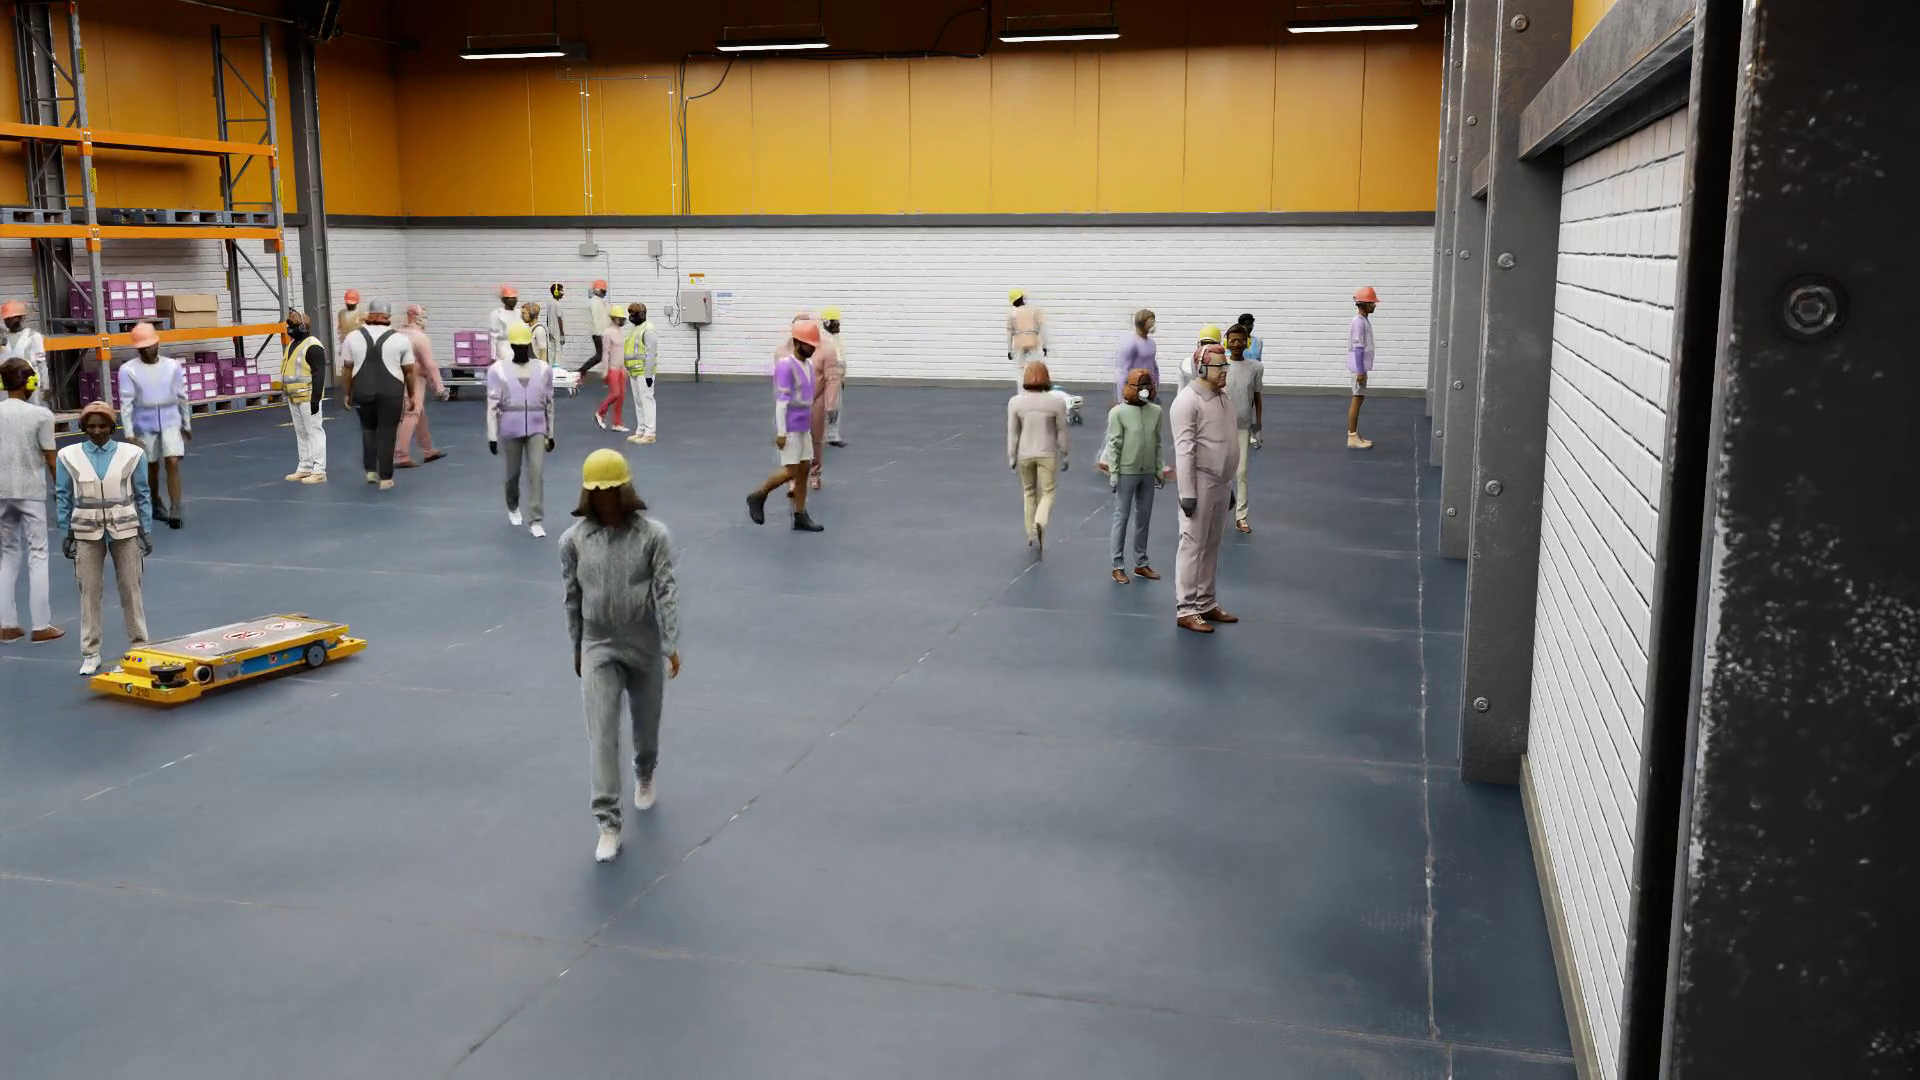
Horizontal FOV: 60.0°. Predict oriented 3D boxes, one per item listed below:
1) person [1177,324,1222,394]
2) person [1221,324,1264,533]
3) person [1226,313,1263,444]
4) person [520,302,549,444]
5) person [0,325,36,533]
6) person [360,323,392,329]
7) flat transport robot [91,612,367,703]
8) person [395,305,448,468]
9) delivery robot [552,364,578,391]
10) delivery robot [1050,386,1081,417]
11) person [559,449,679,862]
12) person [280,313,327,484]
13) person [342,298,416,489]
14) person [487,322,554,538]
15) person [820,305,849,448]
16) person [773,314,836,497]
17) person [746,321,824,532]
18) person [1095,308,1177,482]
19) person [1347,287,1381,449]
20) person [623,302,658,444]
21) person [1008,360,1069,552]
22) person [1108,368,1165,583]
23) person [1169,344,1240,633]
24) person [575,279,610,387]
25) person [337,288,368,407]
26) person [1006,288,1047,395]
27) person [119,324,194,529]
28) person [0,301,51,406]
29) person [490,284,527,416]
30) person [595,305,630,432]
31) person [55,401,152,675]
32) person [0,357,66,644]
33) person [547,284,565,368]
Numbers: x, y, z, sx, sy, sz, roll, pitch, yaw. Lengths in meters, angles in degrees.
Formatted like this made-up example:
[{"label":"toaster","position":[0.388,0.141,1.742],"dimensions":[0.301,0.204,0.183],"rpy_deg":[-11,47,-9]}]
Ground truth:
[{"label":"person","position":[2.352,-1.134,15.806],"dimensions":[0.586,1.824,0.404],"rpy_deg":[3,10,16]},{"label":"person","position":[2.448,-0.992,14.852],"dimensions":[0.510,1.872,0.329],"rpy_deg":[1,10,4]},{"label":"person","position":[3.666,-2.075,21.469],"dimensions":[0.524,1.697,0.321],"rpy_deg":[-3,11,-19]},{"label":"person","position":[-5.479,-2.151,21.483],"dimensions":[0.327,1.843,0.516],"rpy_deg":[-6,11,-29]},{"label":"person","position":[-8.738,-1.056,15.155],"dimensions":[0.639,1.903,0.964],"rpy_deg":[-2,10,-13]},{"label":"person","position":[-9.147,-2.869,26.171],"dimensions":[0.534,1.616,0.552],"rpy_deg":[-6,11,-29]},{"label":"flat transport robot","position":[-4.325,0.678,9.920],"dimensions":[0.652,0.197,1.431],"rpy_deg":[5,11,27]},{"label":"person","position":[-6.293,-1.789,19.383],"dimensions":[0.708,1.864,0.913],"rpy_deg":[8,13,39]},{"label":"delivery robot","position":[-6.853,-2.743,28.224],"dimensions":[0.707,0.478,0.477],"rpy_deg":[0,10,1]},{"label":"delivery robot","position":[1.373,-1.959,23.781],"dimensions":[0.707,0.478,0.477],"rpy_deg":[6,12,31]},{"label":"person","position":[-1.473,0.436,7.230],"dimensions":[0.492,1.708,0.865],"rpy_deg":[-2,10,-9]},{"label":"person","position":[-7.095,-1.529,17.978],"dimensions":[0.624,1.844,0.429],"rpy_deg":[9,13,42]},{"label":"person","position":[-6.135,-1.573,17.657],"dimensions":[0.725,2.000,0.657],"rpy_deg":[-1,10,-7]},{"label":"person","position":[-3.924,-1.006,14.873],"dimensions":[0.599,1.896,0.898],"rpy_deg":[-4,11,-23]},{"label":"person","position":[-1.678,-2.049,20.998],"dimensions":[0.499,1.818,0.599],"rpy_deg":[4,11,19]},{"label":"person","position":[-1.602,-1.396,17.172],"dimensions":[0.660,1.863,1.004],"rpy_deg":[0,10,0]},{"label":"person","position":[-1.532,-1.015,14.905],"dimensions":[0.679,1.901,0.562],"rpy_deg":[4,11,21]},{"label":"person","position":[1.950,-1.586,18.201],"dimensions":[1.082,1.883,0.644],"rpy_deg":[6,11,29]},{"label":"person","position":[5.106,-2.179,21.084],"dimensions":[0.374,2.043,0.613],"rpy_deg":[3,10,15]},{"label":"person","position":[-4.155,-2.173,21.655],"dimensions":[0.428,1.837,0.624],"rpy_deg":[-6,12,-33]},{"label":"person","position":[0.635,-0.683,13.837],"dimensions":[0.507,1.604,0.642],"rpy_deg":[3,10,16]},{"label":"person","position":[1.346,-0.493,12.691],"dimensions":[0.507,1.633,0.276],"rpy_deg":[-6,12,-31]},{"label":"person","position":[1.663,-0.352,11.123],"dimensions":[0.410,1.908,0.643],"rpy_deg":[7,12,35]},{"label":"person","position":[-6.581,-3.733,30.092],"dimensions":[0.697,1.973,0.653],"rpy_deg":[1,10,5]},{"label":"person","position":[-9.665,-3.060,26.519],"dimensions":[0.585,1.895,0.510],"rpy_deg":[3,10,14]},{"label":"person","position":[1.117,-3.120,26.896],"dimensions":[0.761,1.878,0.406],"rpy_deg":[-2,10,-10]},{"label":"person","position":[-7.303,-1.040,15.154],"dimensions":[0.615,1.864,1.005],"rpy_deg":[-7,12,-33]},{"label":"person","position":[-10.962,-1.806,19.359],"dimensions":[0.556,1.917,0.629],"rpy_deg":[1,10,5]},{"label":"person","position":[-6.742,-2.815,24.826],"dimensions":[1.013,2.006,0.620],"rpy_deg":[7,12,36]},{"label":"person","position":[-4.743,-2.357,22.910],"dimensions":[0.440,1.744,0.542],"rpy_deg":[4,11,22]},{"label":"person","position":[-5.124,-0.015,9.990],"dimensions":[0.511,1.635,0.306],"rpy_deg":[-5,11,-24]},{"label":"person","position":[-6.055,-0.255,10.771],"dimensions":[0.555,1.845,0.405],"rpy_deg":[0,10,1]},{"label":"person","position":[-7.454,-3.799,30.759],"dimensions":[0.314,1.864,0.533],"rpy_deg":[-8,13,-38]}]
